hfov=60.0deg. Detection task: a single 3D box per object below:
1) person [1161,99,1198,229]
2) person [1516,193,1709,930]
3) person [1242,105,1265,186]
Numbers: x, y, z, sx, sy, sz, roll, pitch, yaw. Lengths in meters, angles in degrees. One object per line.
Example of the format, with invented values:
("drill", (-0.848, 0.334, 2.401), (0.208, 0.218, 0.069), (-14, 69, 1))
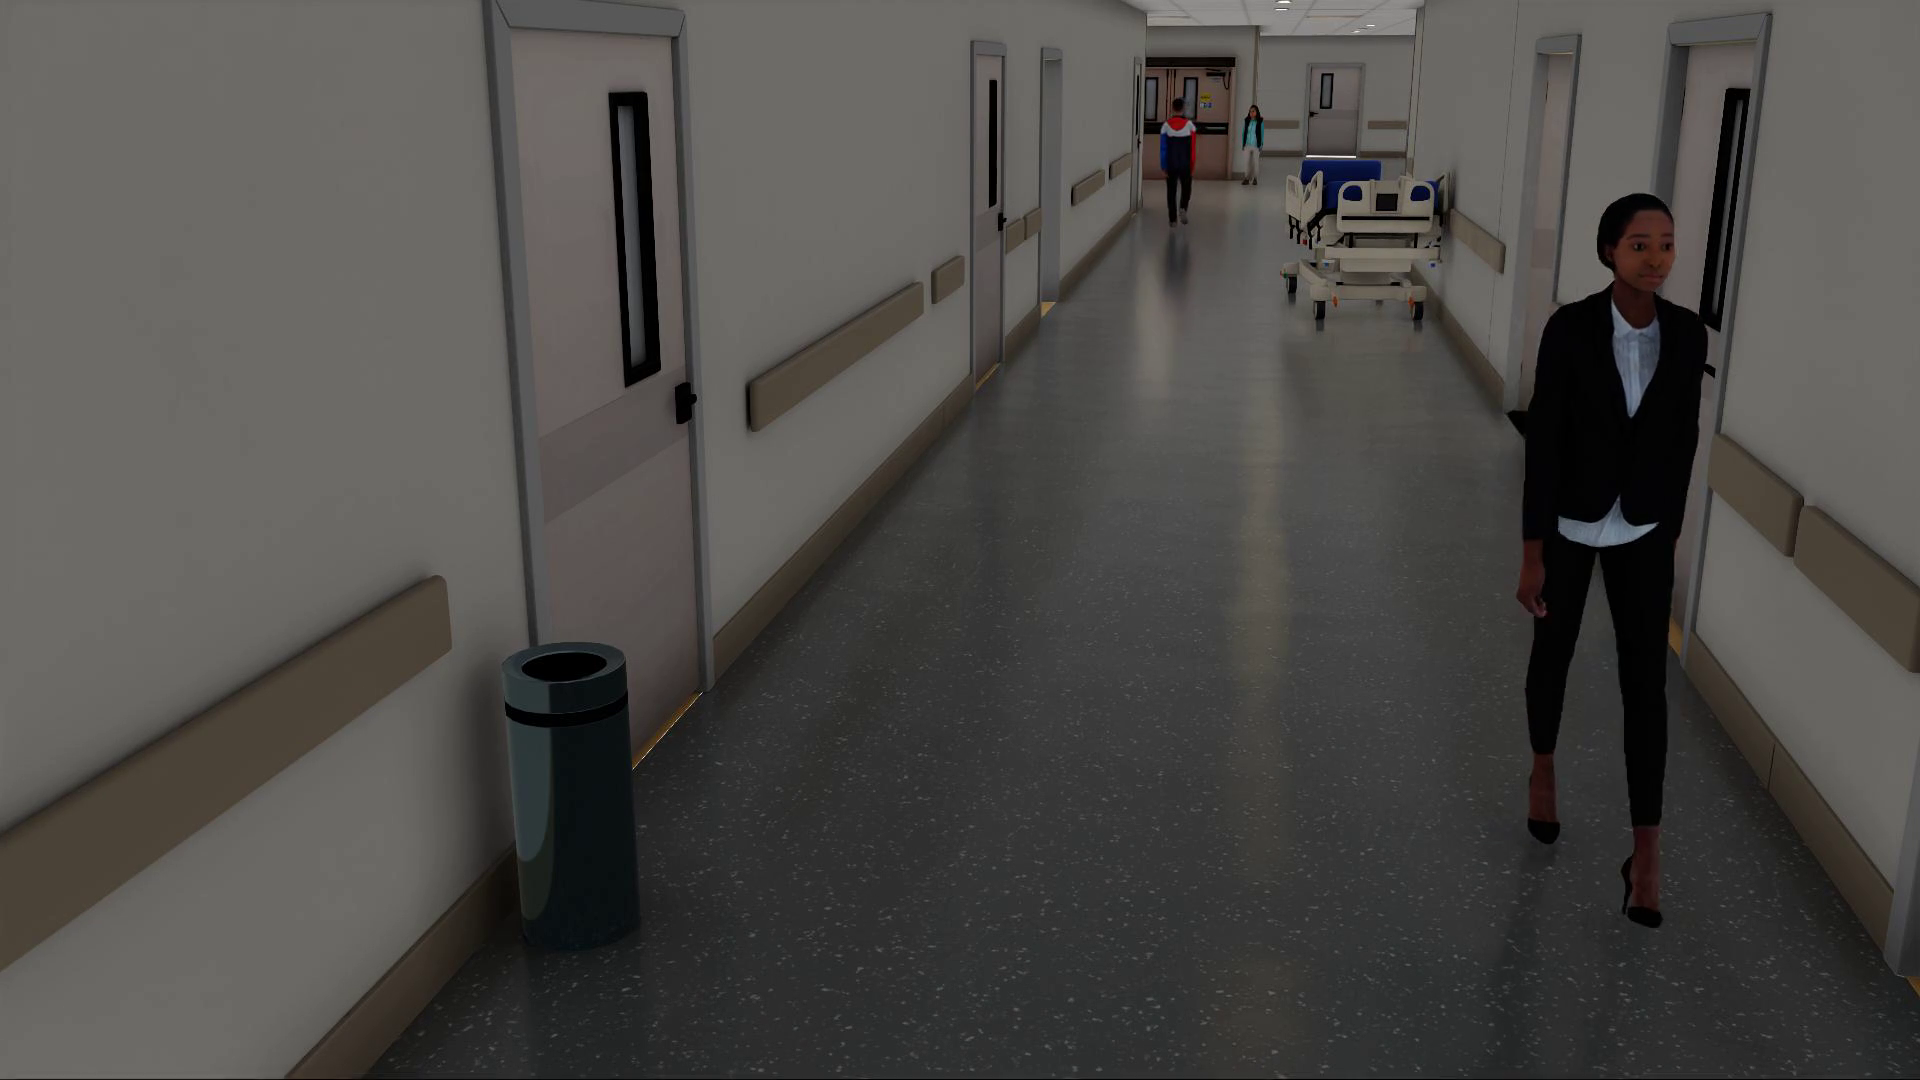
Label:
("person", (3.020, -5.185, 22.964), (0.766, 1.750, 0.742), (1, 16, 5))
("person", (1.649, 0.026, 4.395), (0.986, 1.797, 0.708), (2, 16, 7))
("person", (5.643, -7.611, 32.033), (0.594, 1.499, 0.700), (7, 17, 25))
